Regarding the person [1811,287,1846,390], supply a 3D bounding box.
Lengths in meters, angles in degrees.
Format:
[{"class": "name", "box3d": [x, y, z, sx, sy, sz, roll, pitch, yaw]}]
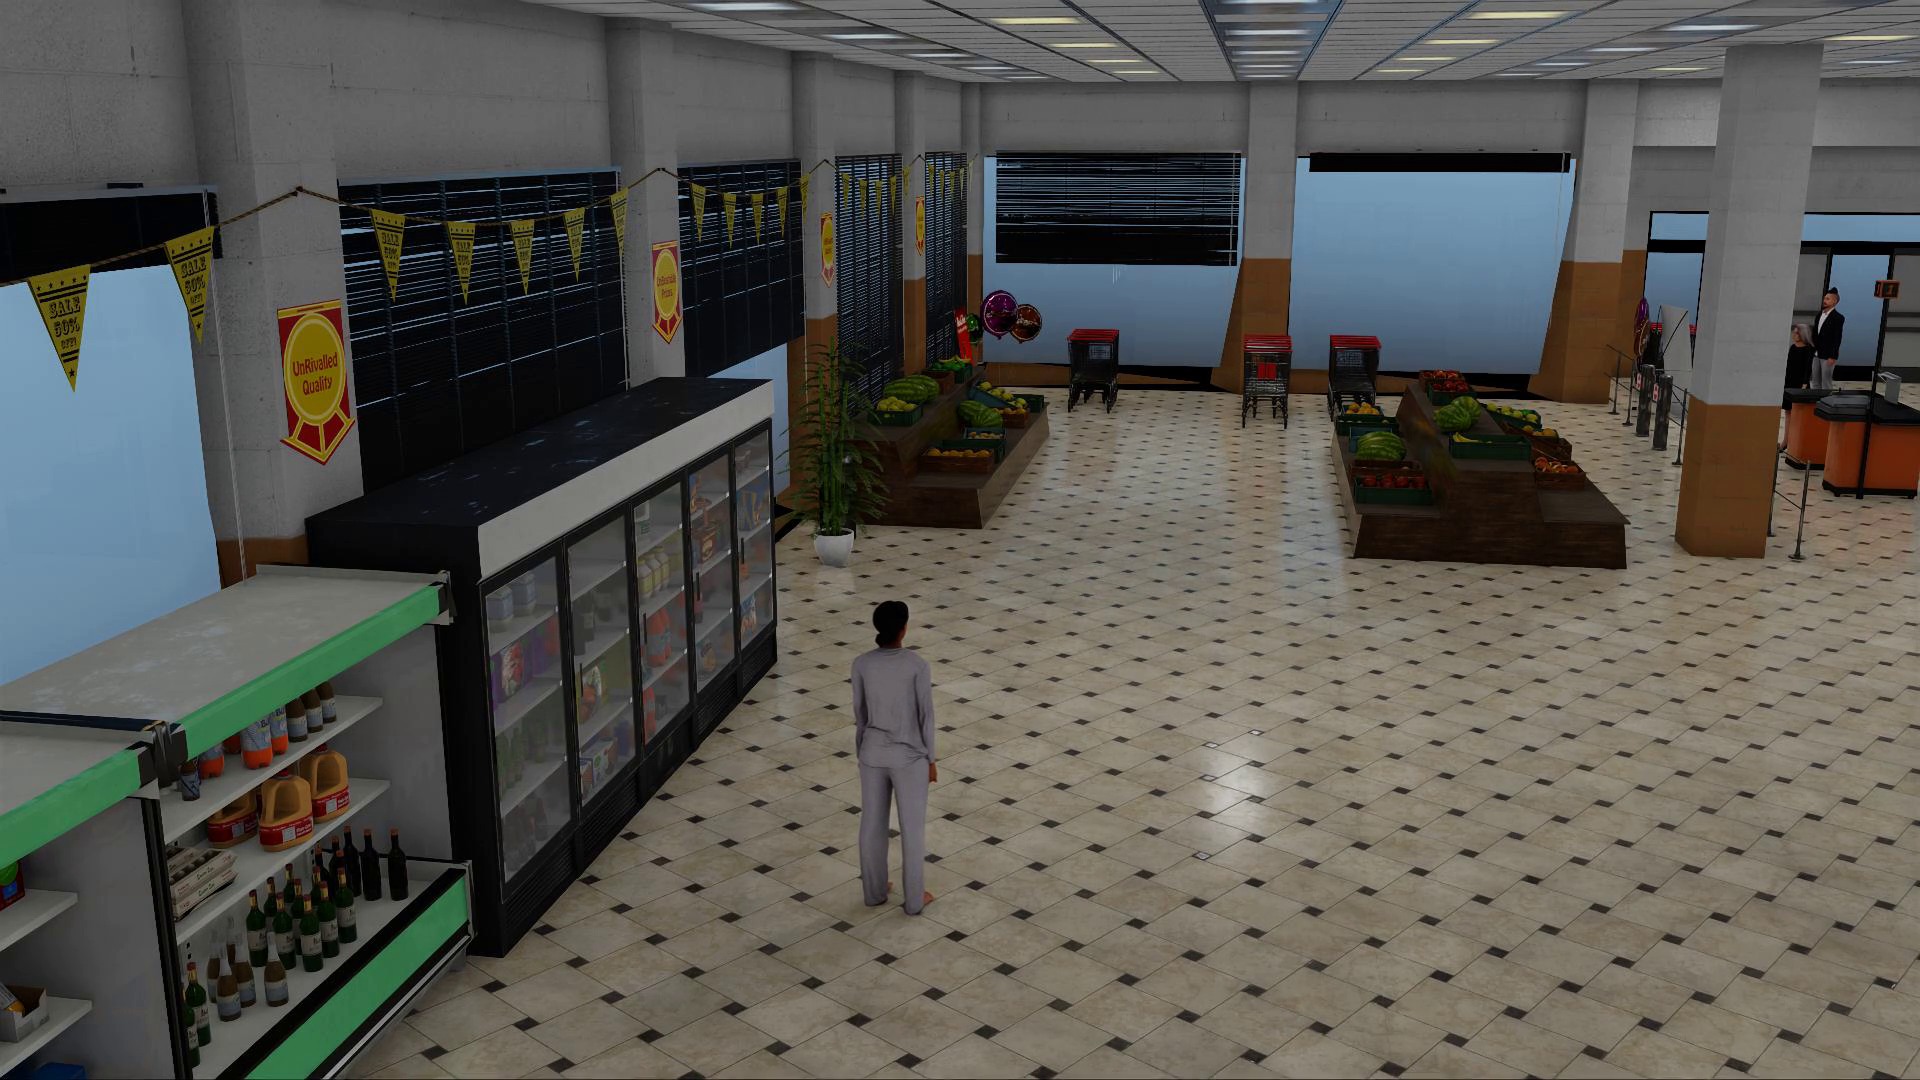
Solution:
[{"class": "person", "box3d": [13.089, -2.846, 25.151, 0.849, 1.948, 0.691, -3, 14, -13]}]

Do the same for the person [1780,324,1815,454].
[{"class": "person", "box3d": [11.097, -2.001, 22.097, 0.744, 1.746, 0.630, -3, 14, -12]}]

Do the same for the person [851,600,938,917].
[{"class": "person", "box3d": [-0.361, 1.173, 9.031, 0.665, 1.735, 0.616, 5, 15, 20]}]
